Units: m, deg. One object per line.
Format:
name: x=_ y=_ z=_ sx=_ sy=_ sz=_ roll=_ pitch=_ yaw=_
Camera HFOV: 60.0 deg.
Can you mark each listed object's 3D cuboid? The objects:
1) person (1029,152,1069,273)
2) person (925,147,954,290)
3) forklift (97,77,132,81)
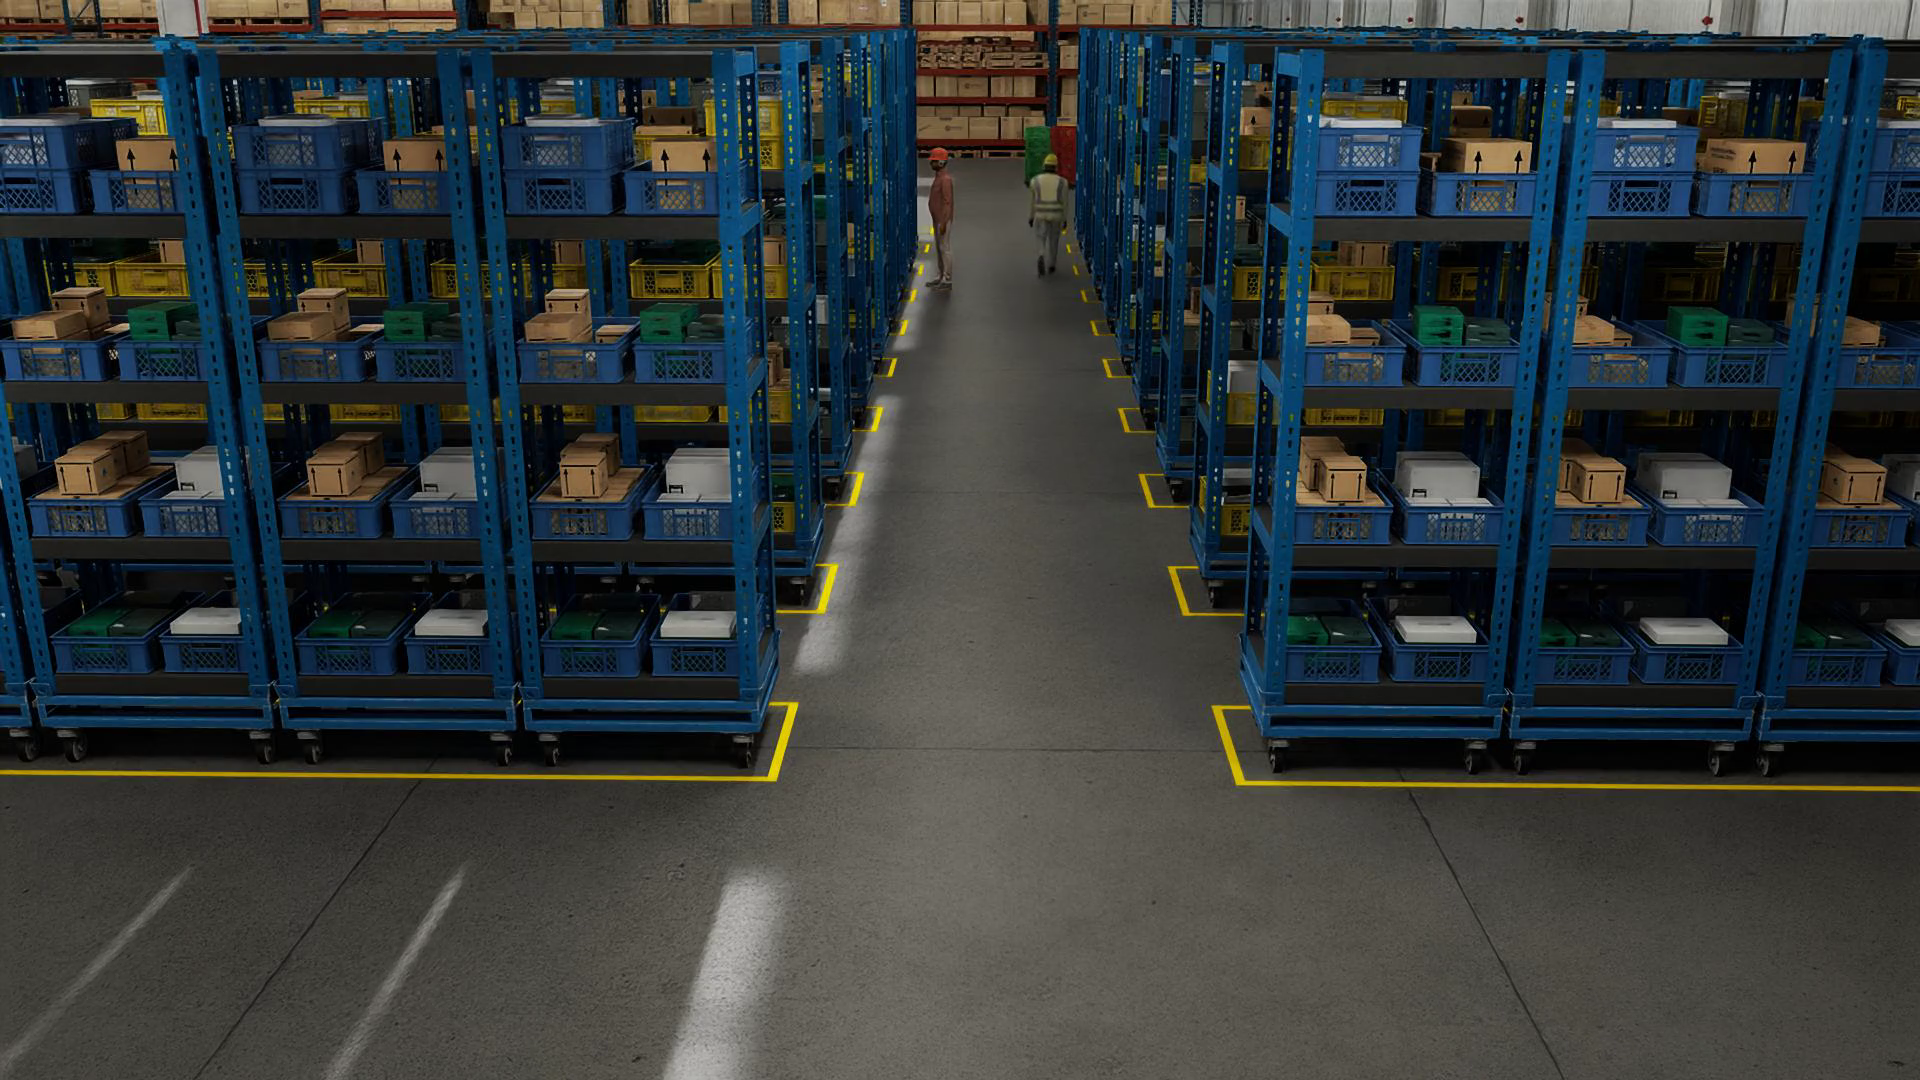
person: x=1.338 y=-4.887 z=24.964 sx=0.604 sy=1.811 sz=0.616 roll=2 pitch=18 yaw=6
person: x=-0.279 y=-4.554 z=23.607 sx=0.381 sy=1.994 sz=0.613 roll=-4 pitch=18 yaw=-13
forklift: x=-24.418 y=-12.745 z=48.256 sx=1.129 sy=2.768 sz=1.873 roll=-1 pitch=17 yaw=-3
